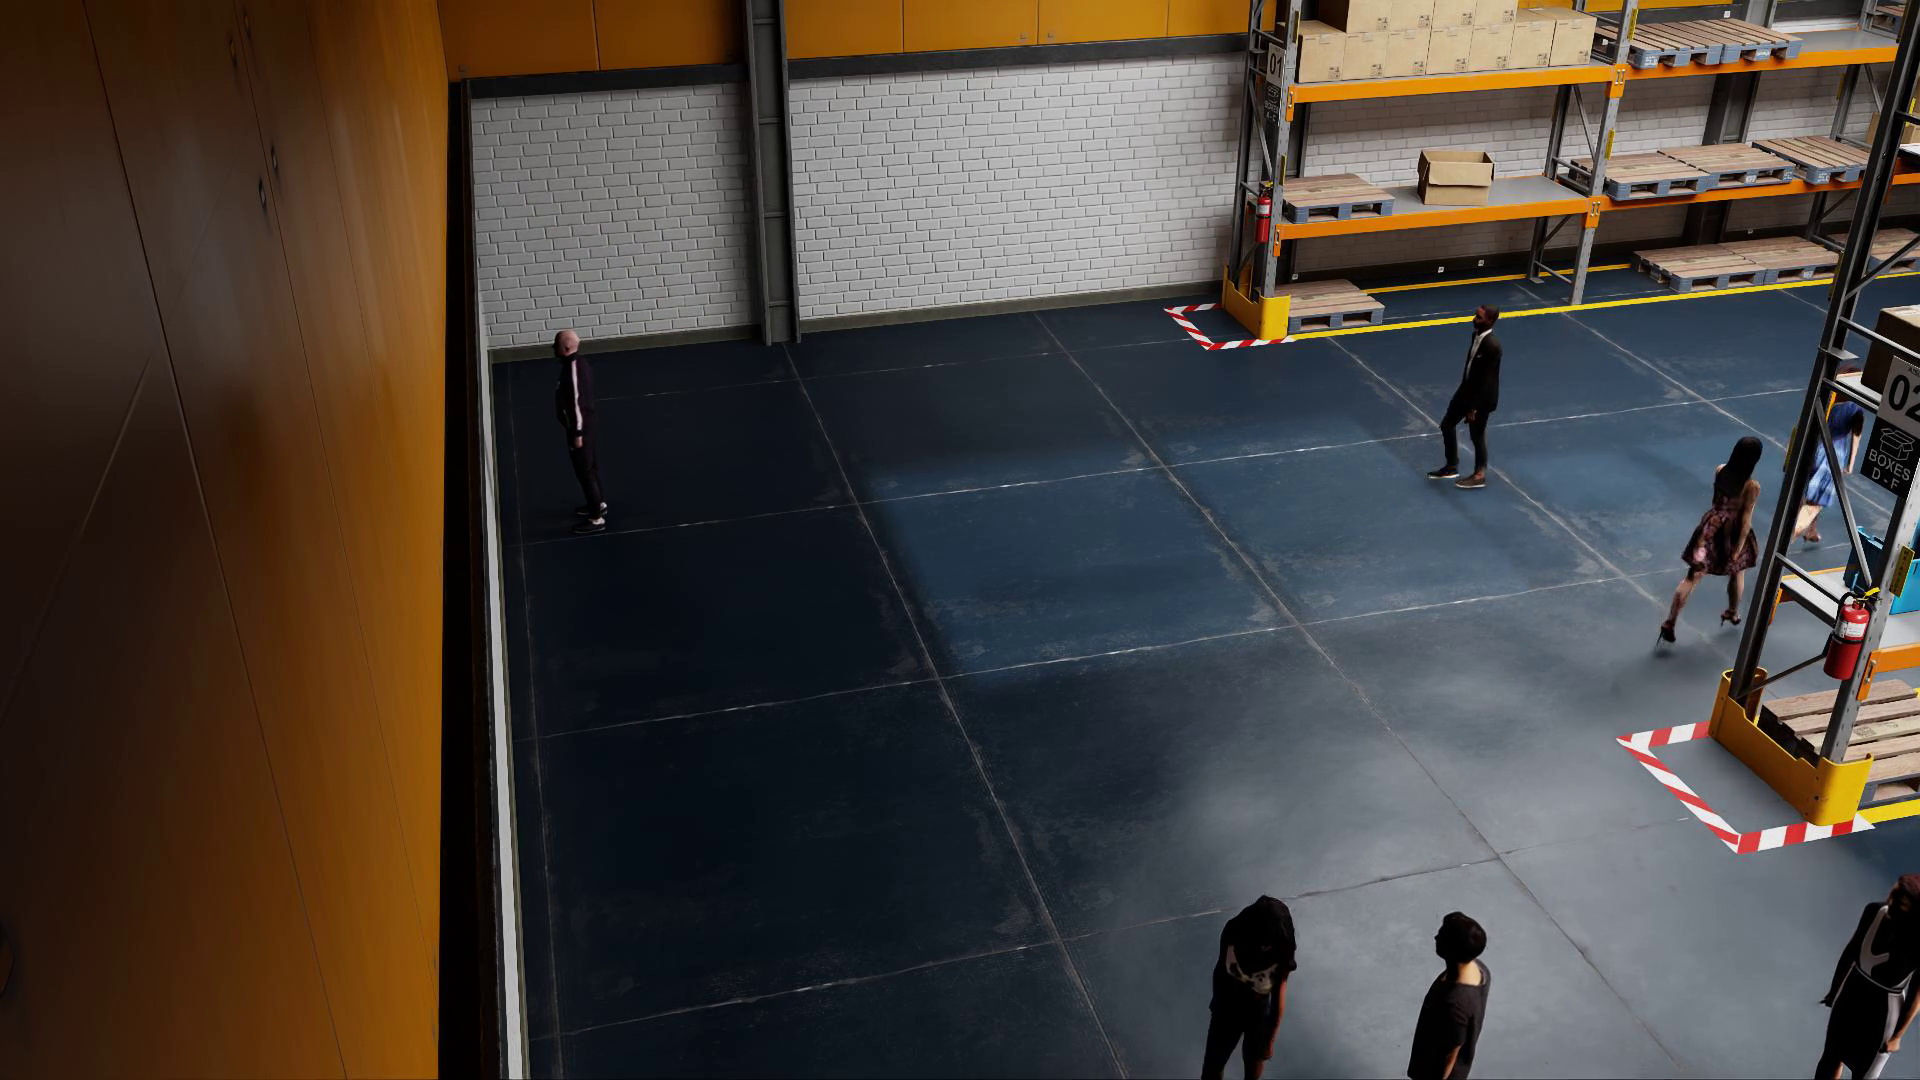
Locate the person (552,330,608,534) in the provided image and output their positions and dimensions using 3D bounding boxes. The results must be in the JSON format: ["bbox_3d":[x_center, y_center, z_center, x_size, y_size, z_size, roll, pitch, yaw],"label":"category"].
[{"bbox_3d":[-3.285,-0.966,14.469,0.586,1.834,0.672,-5,29,-9],"label":"person"}]

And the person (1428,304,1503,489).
[{"bbox_3d":[4.776,-1.285,15.106,0.737,1.785,0.689,-5,29,-9],"label":"person"}]

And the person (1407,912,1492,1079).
[{"bbox_3d":[2.388,2.535,8.174,0.755,1.716,0.696,15,32,26],"label":"person"}]

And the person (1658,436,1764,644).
[{"bbox_3d":[5.761,0.042,12.734,1.221,1.726,0.852,-17,33,-28],"label":"person"}]

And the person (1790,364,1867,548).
[{"bbox_3d":[7.128,-0.579,13.833,1.223,1.765,0.879,-18,33,-29],"label":"person"}]

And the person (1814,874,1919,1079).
[{"bbox_3d":[4.560,2.390,8.357,0.524,1.796,0.607,-12,31,-20],"label":"person"}]

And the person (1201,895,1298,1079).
[{"bbox_3d":[1.519,2.408,8.538,0.744,1.590,0.802,21,35,33],"label":"person"}]
